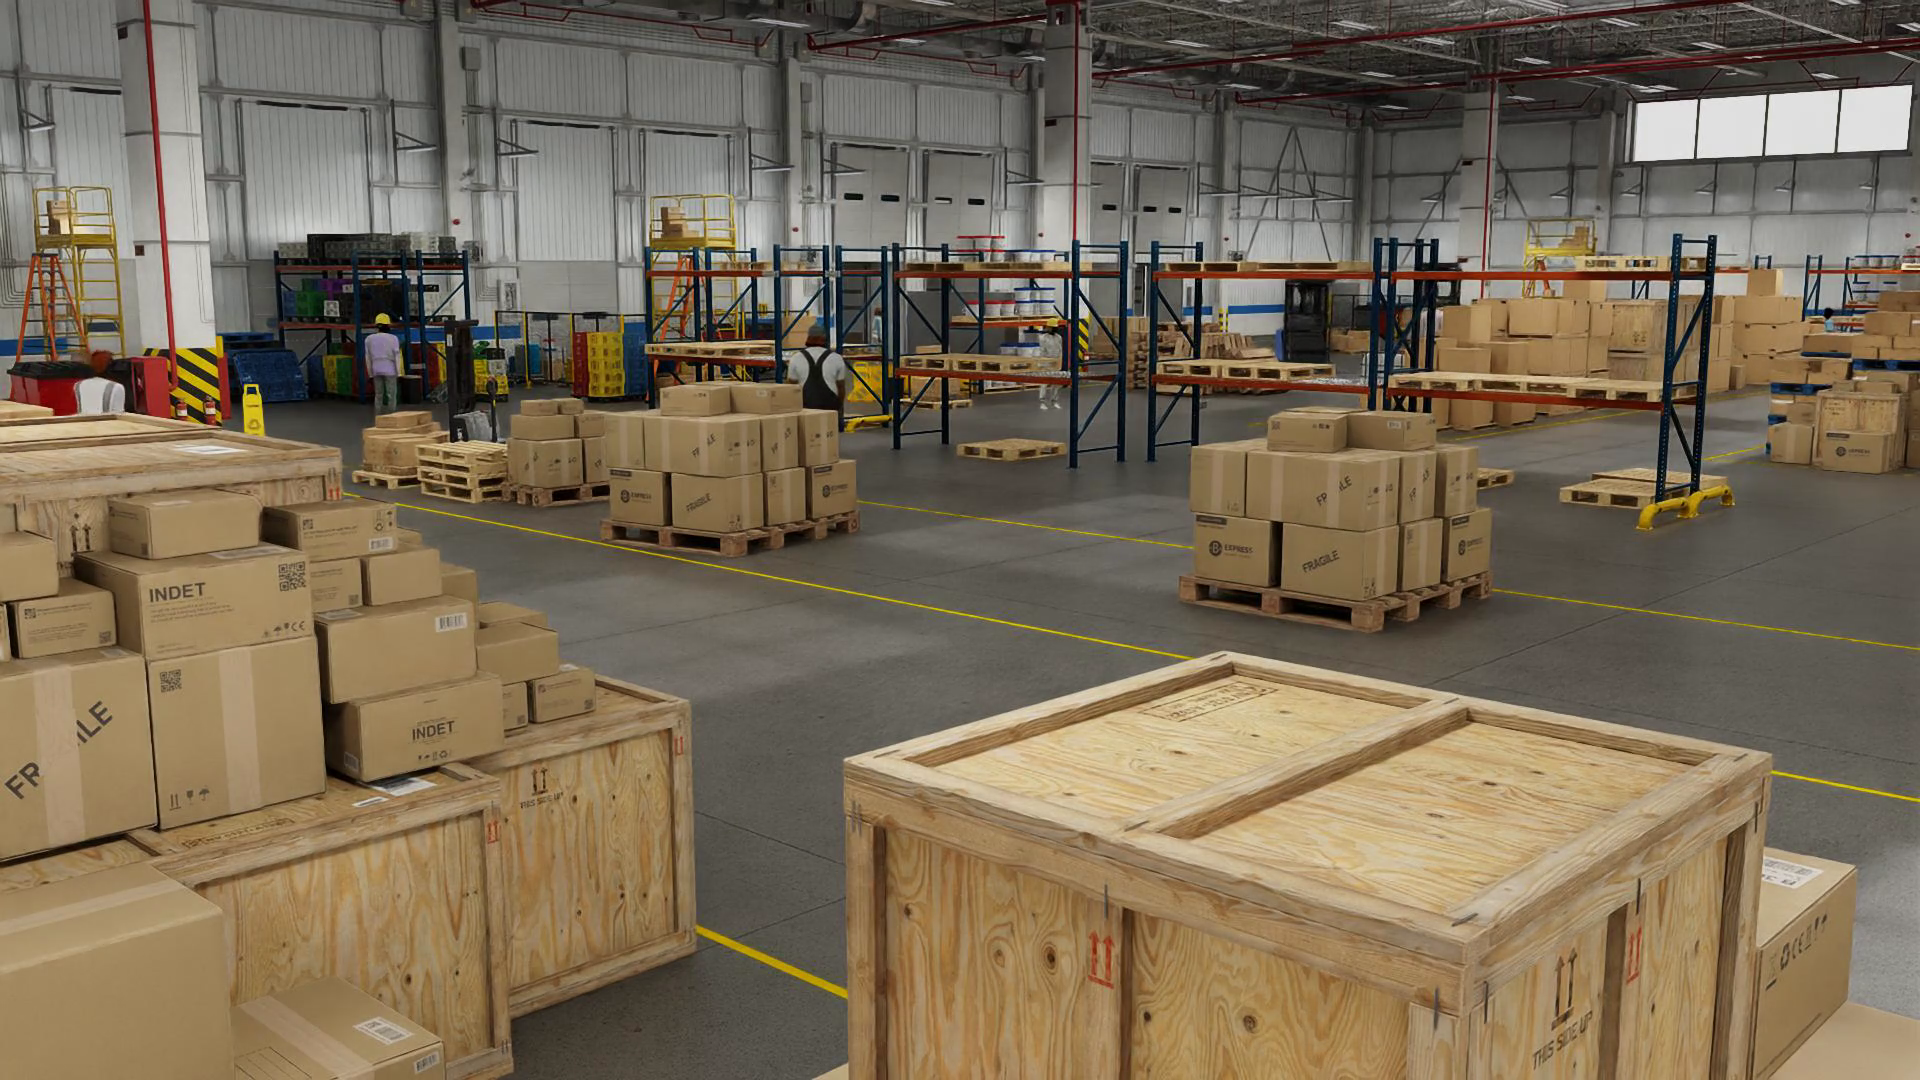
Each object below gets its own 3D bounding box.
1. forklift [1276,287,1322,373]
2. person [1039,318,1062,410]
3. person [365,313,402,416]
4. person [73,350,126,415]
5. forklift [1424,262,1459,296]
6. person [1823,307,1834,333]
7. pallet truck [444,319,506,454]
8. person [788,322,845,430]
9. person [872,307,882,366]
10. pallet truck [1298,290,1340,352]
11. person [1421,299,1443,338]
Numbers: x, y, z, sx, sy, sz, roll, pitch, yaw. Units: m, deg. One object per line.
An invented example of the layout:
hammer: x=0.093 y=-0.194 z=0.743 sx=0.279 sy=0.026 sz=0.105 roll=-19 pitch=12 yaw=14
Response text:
forklift: x=8.764 y=-5.695 z=42.464 sx=1.129 sy=2.768 sz=1.873 roll=0 pitch=9 yaw=0
person: x=1.735 y=-3.332 z=31.488 sx=0.488 sy=1.736 sz=0.321 roll=-5 pitch=11 yaw=-28
person: x=-9.454 y=-2.753 z=27.339 sx=0.585 sy=1.928 sz=0.368 roll=1 pitch=9 yaw=6
person: x=-8.546 y=-0.976 z=16.714 sx=0.599 sy=1.841 sz=0.950 roll=1 pitch=9 yaw=9
forklift: x=13.053 y=-6.141 z=45.195 sx=1.129 sy=2.768 sz=1.873 roll=4 pitch=10 yaw=24
person: x=22.300 y=-5.122 z=42.630 sx=0.583 sy=1.679 sz=0.541 roll=4 pitch=10 yaw=24
pallet truck: x=-6.981 y=-1.942 z=22.150 sx=1.885 sy=1.965 sz=0.823 roll=1 pitch=9 yaw=9
person: x=-1.731 y=-1.637 z=20.150 sx=0.690 sy=2.000 sz=0.536 roll=0 pitch=9 yaw=0
person: x=-2.196 y=-5.397 z=44.470 sx=0.314 sy=1.632 sz=0.521 roll=-1 pitch=9 yaw=-8
pallet truck: x=11.297 y=-6.951 z=52.861 sx=1.885 sy=1.965 sz=0.823 roll=-5 pitch=11 yaw=-29
person: x=11.637 y=-4.966 z=40.875 sx=0.638 sy=1.937 sz=0.356 roll=8 pitch=12 yaw=40
